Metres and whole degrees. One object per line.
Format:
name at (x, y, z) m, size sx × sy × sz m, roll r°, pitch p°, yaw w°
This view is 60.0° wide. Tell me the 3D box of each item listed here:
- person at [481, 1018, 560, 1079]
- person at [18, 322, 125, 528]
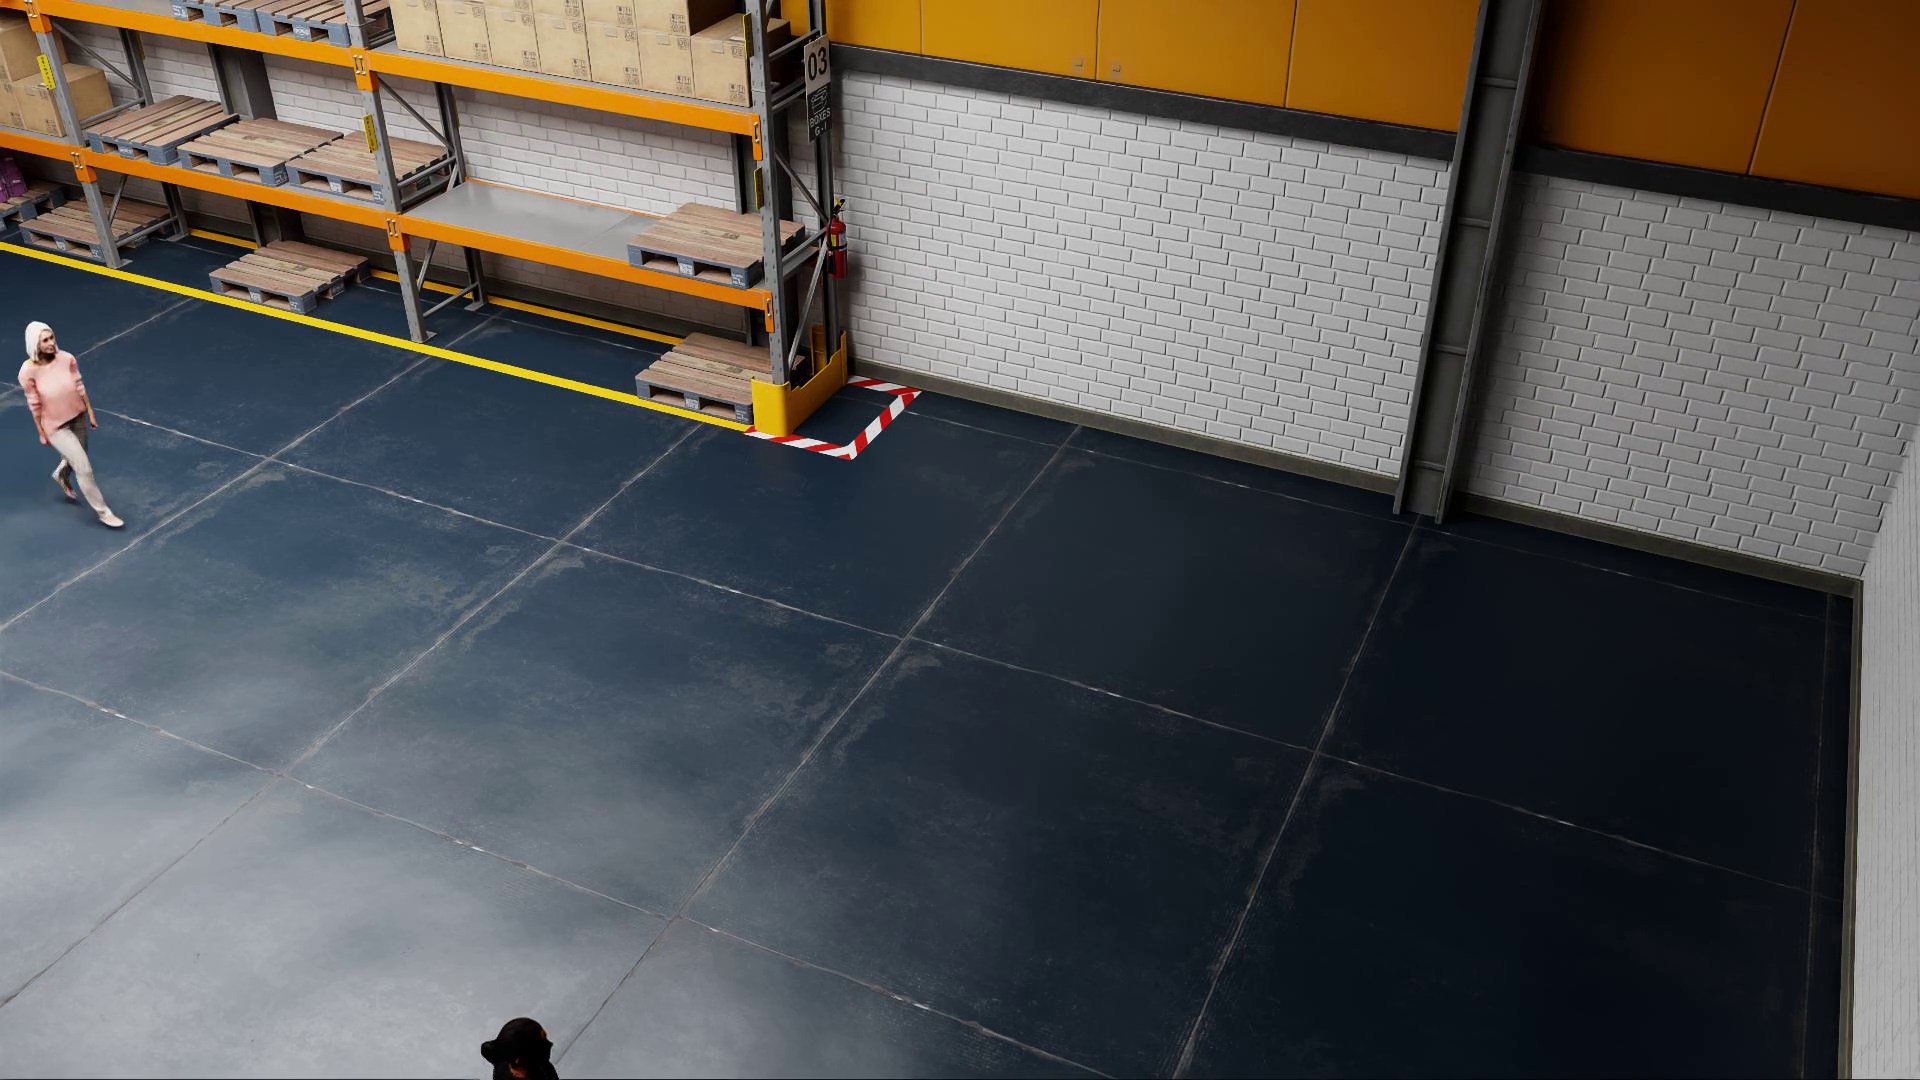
person at (-1.906, 2.753, 7.303) m, size 1.229 × 1.725 × 1.120 m, roll -9°, pitch 35°, yaw -13°
person at (-6.975, -0.919, 12.855) m, size 1.093 × 1.695 × 0.648 m, roll 17°, pitch 37°, yaw 23°
